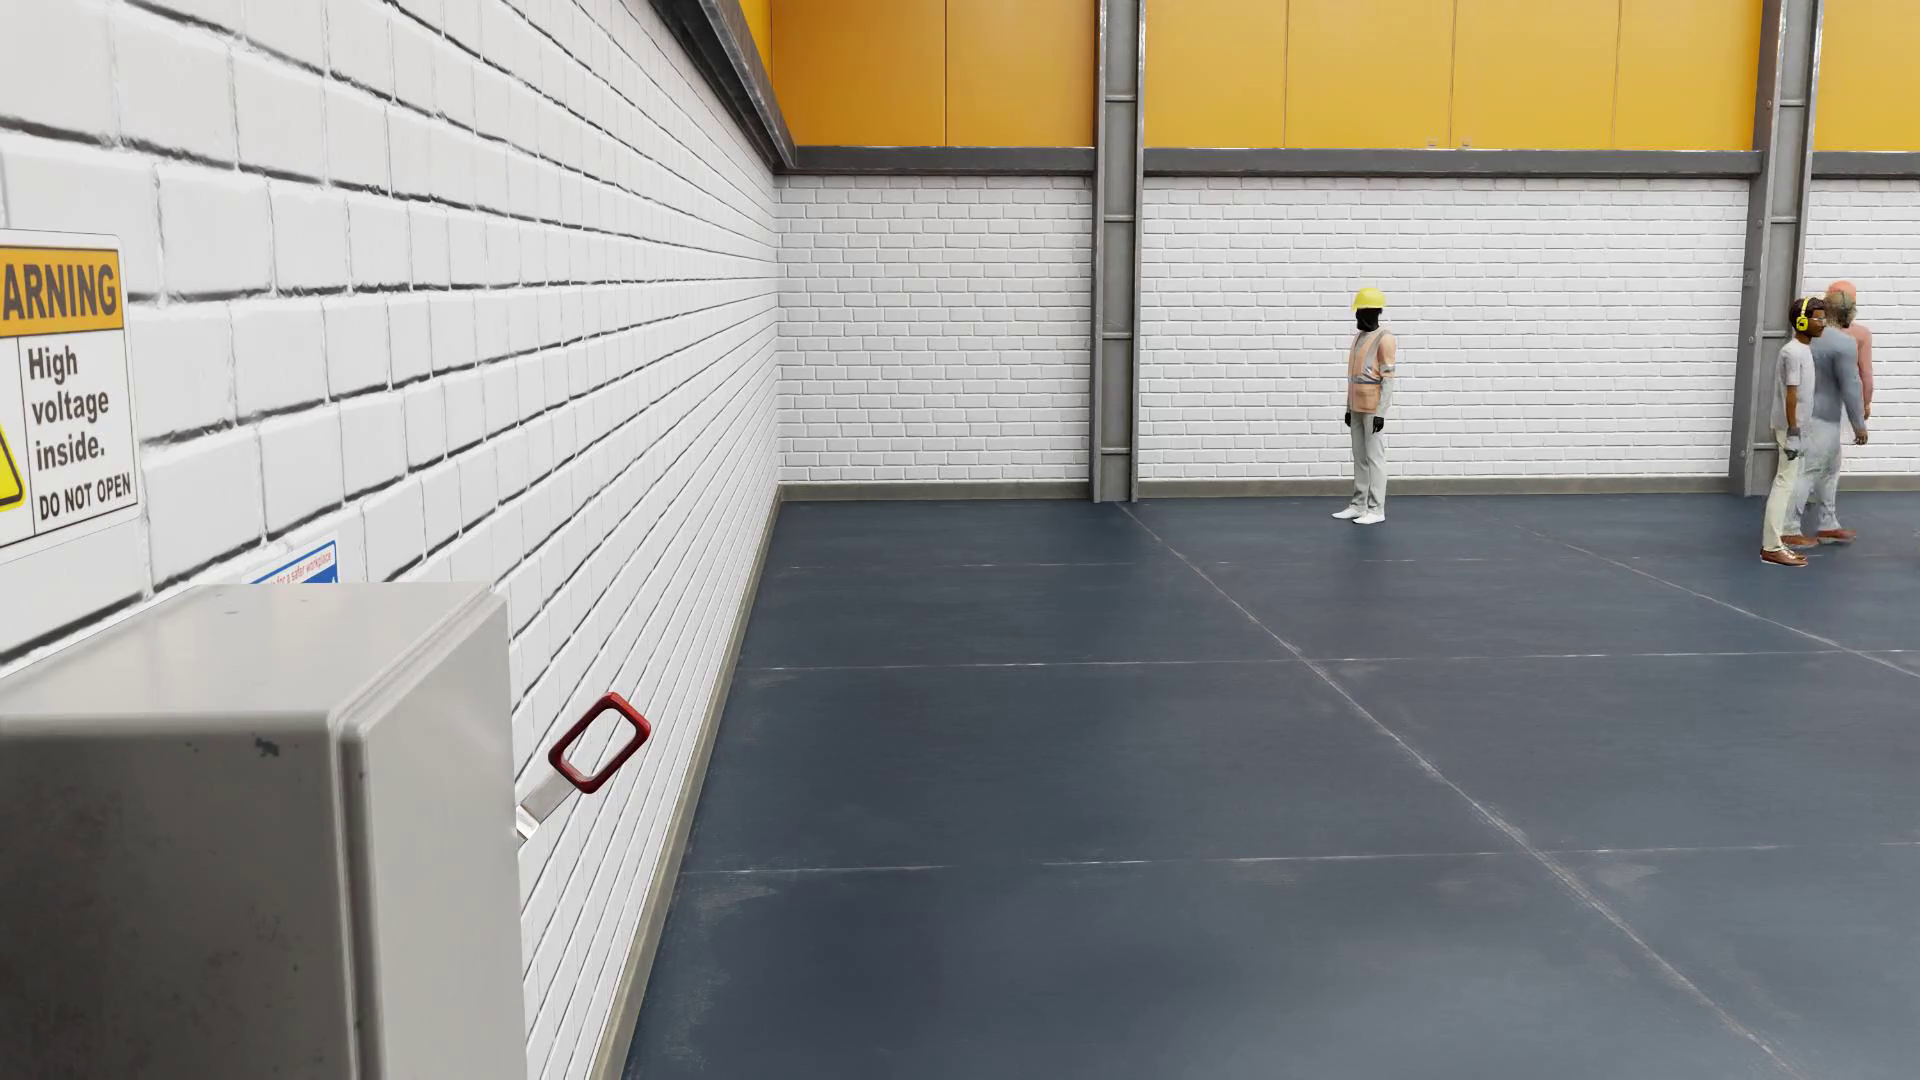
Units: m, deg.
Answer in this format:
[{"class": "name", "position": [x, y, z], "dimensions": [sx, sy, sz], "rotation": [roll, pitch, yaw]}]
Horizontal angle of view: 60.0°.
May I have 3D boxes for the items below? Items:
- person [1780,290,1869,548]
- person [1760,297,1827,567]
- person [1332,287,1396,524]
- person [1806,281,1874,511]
[{"class": "person", "position": [6.453, -0.872, 12.256], "dimensions": [0.833, 1.906, 0.637], "rotation": [0, 9, 2]}, {"class": "person", "position": [5.844, -0.758, 11.656], "dimensions": [0.315, 1.869, 0.526], "rotation": [5, 10, 27]}, {"class": "person", "position": [3.322, -1.095, 13.581], "dimensions": [0.360, 1.930, 0.587], "rotation": [-3, 9, -16]}, {"class": "person", "position": [7.542, -1.239, 14.344], "dimensions": [0.681, 1.968, 0.647], "rotation": [-9, 12, -43]}]
